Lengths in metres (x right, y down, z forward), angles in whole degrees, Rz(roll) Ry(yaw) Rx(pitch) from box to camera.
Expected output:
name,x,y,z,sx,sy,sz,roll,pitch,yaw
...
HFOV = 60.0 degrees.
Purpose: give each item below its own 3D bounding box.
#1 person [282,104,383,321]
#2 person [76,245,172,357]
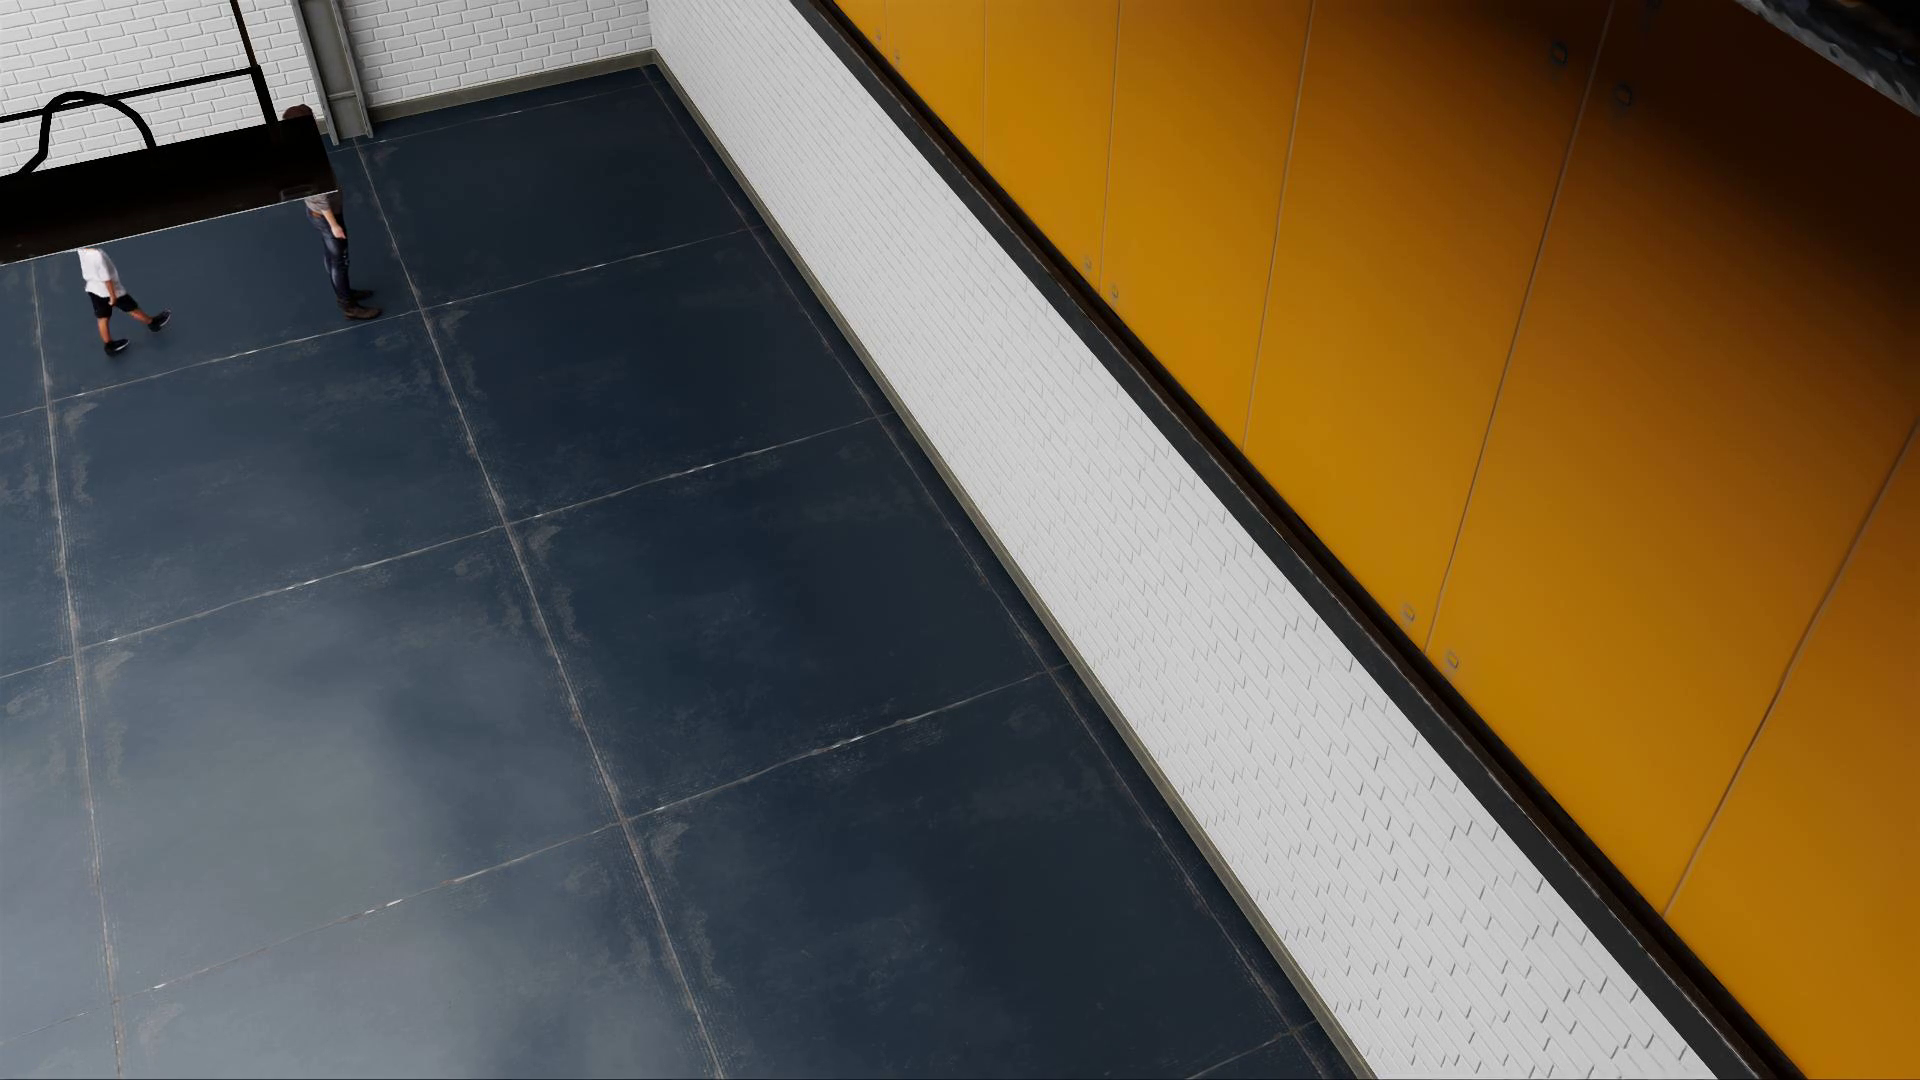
name,x,y,z,sx,sy,sz,roll,pitch,yaw
person,-5.235,-2.700,13.709,0.566,1.906,0.693,-19,47,-19
person,-7.007,-2.038,13.504,0.773,1.231,0.888,20,47,20
